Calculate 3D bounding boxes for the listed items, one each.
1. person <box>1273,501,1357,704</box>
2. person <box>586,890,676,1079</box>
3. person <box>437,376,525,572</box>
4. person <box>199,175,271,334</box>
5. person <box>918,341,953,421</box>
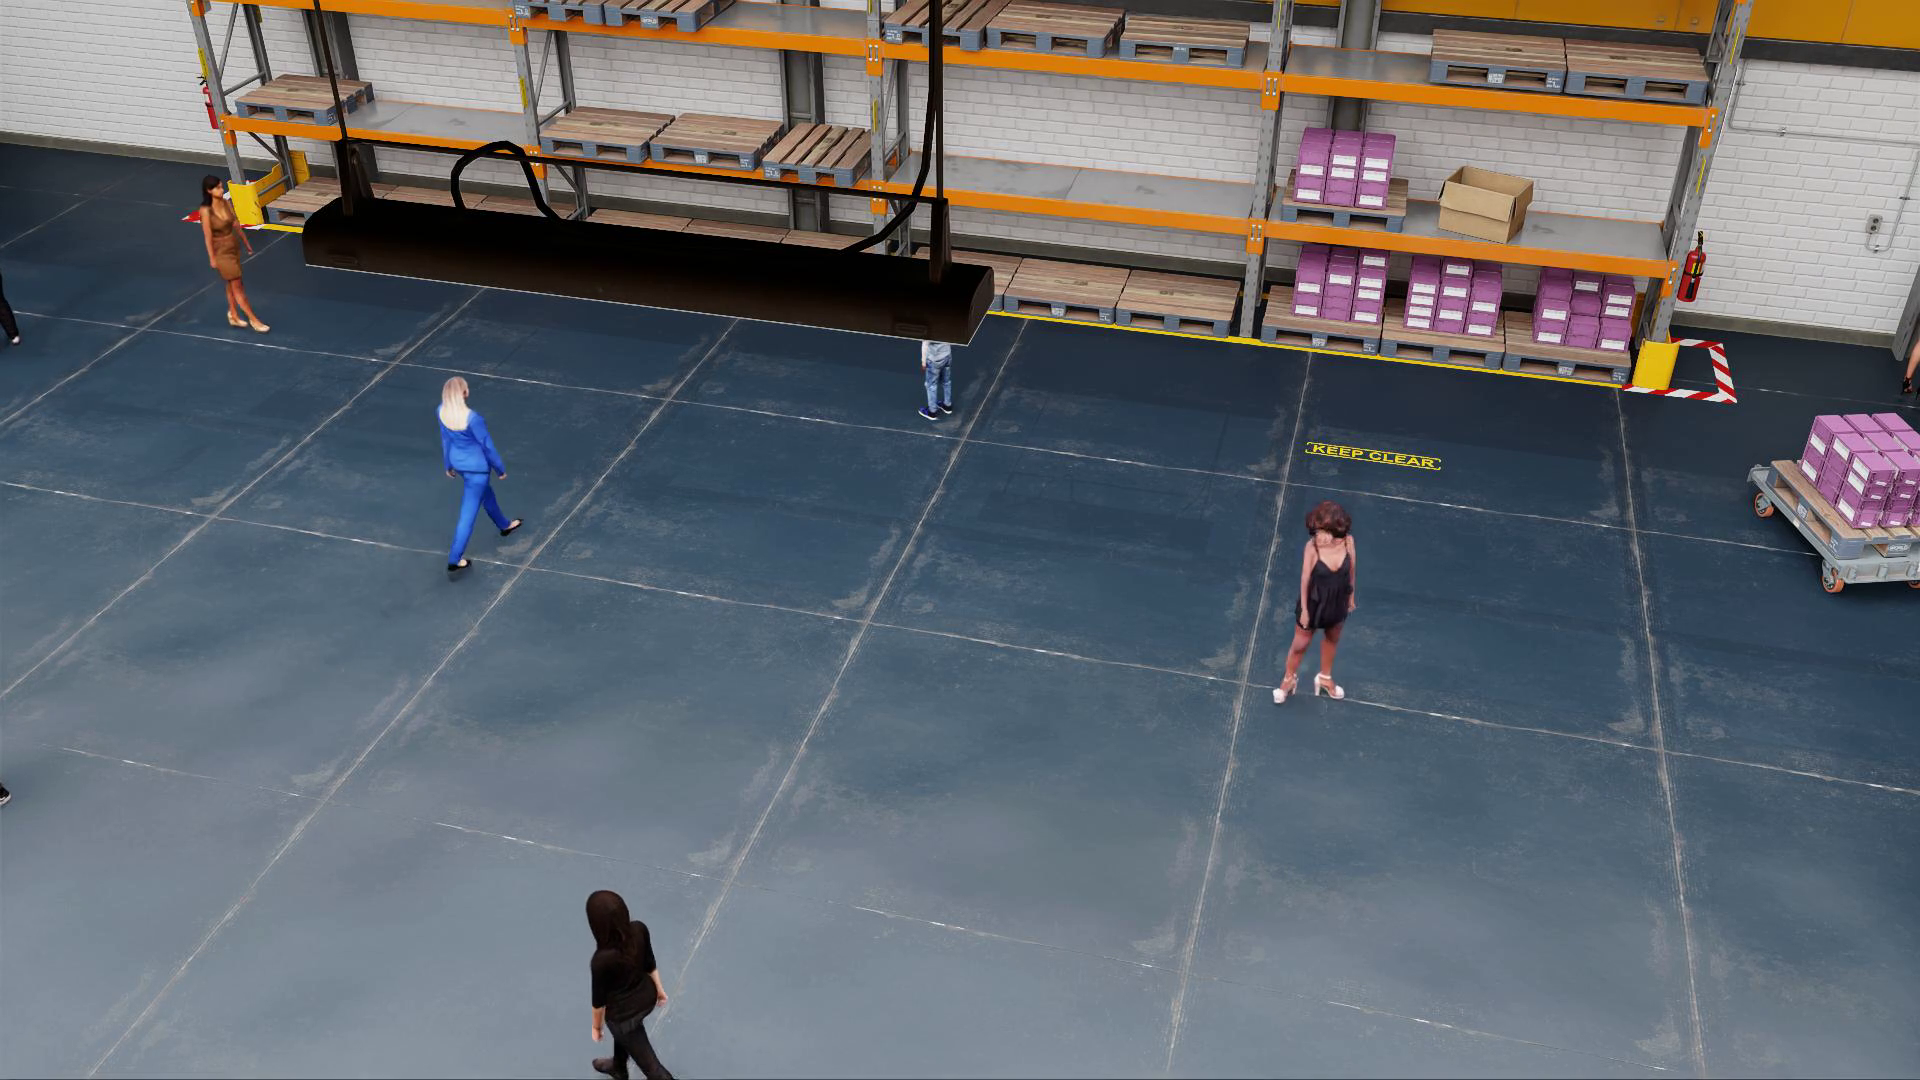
[{"bbox_3d":[2.665,0.443,11.973,0.718,1.773,0.841,-19,38,-26],"label":"person"},{"bbox_3d":[-1.704,2.566,8.934,1.135,1.602,0.756,17,37,24],"label":"person"},{"bbox_3d":[-4.027,-0.506,13.508,1.170,1.653,0.918,18,38,25],"label":"person"},{"bbox_3d":[-7.640,-2.961,17.185,0.783,1.672,0.586,9,35,14],"label":"person"},{"bbox_3d":[-0.218,-1.751,15.739,0.557,1.258,0.605,-24,40,-31],"label":"person"}]
